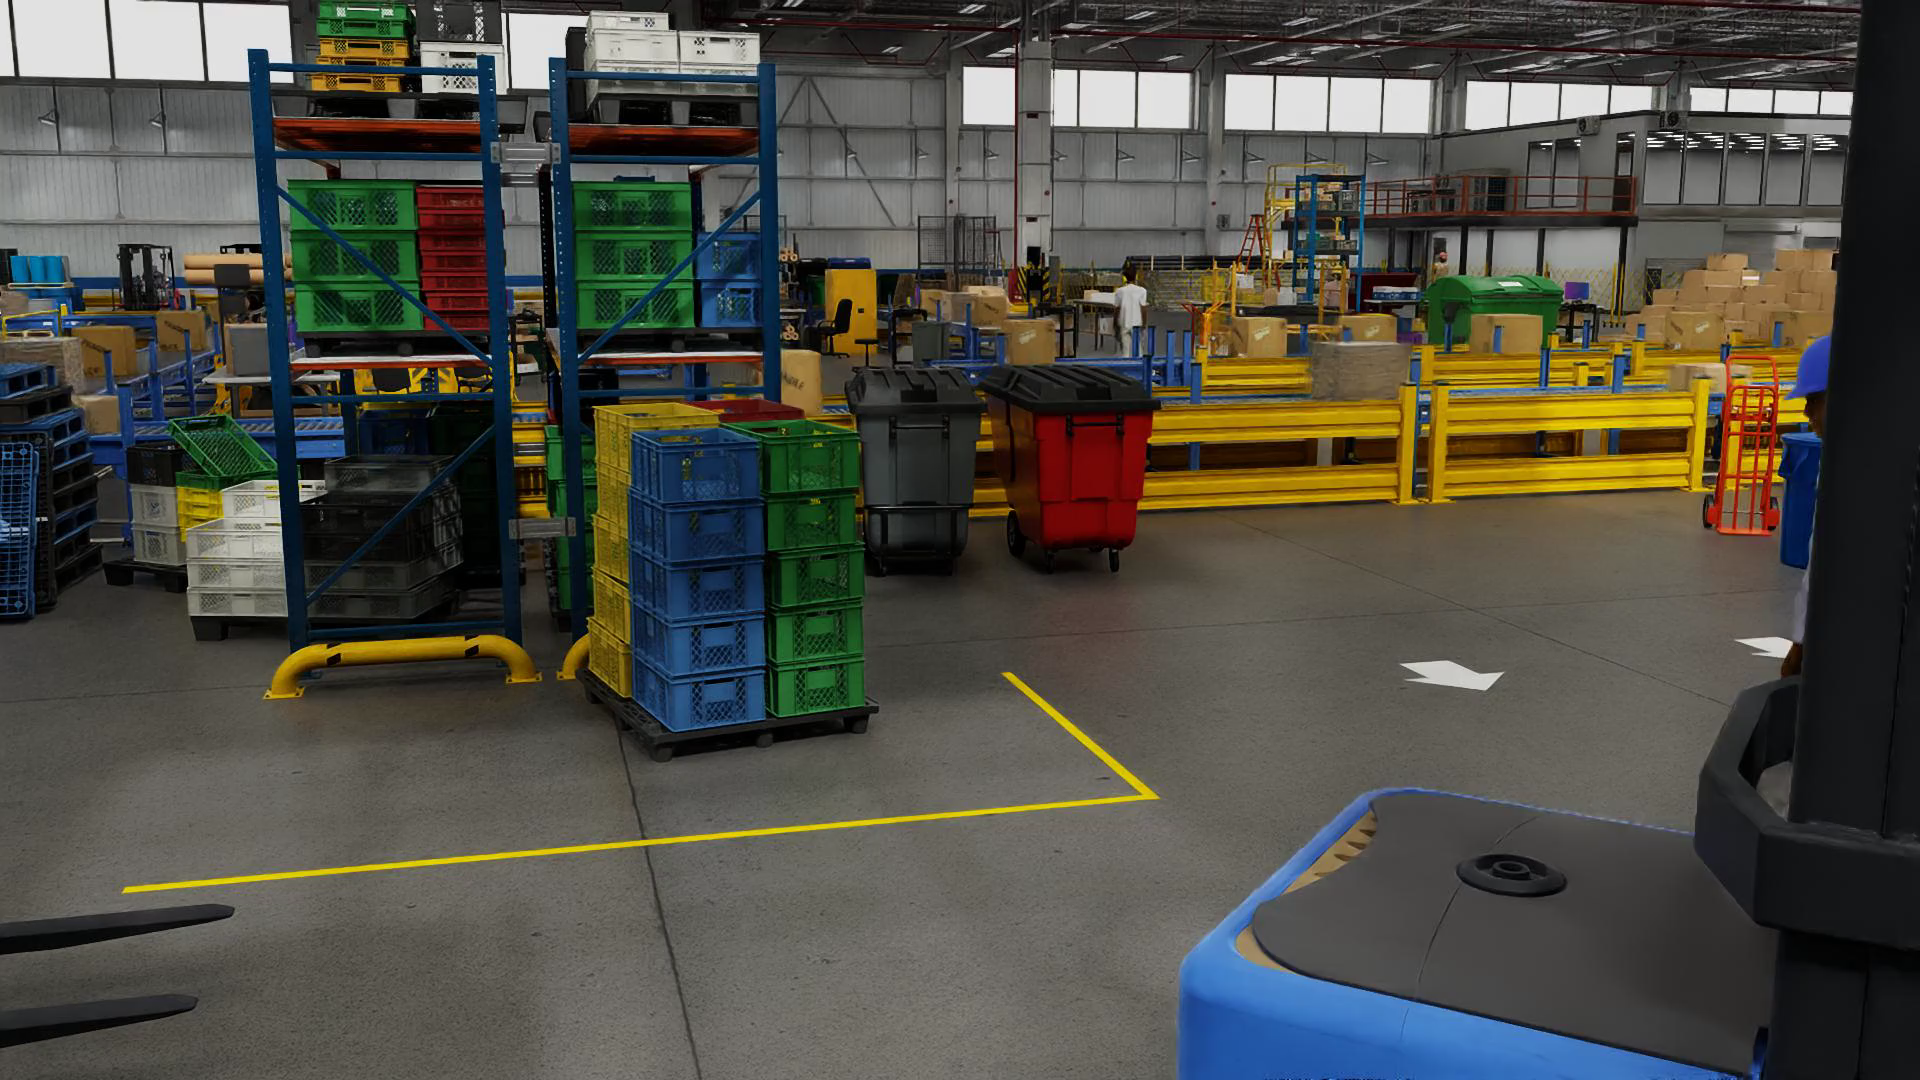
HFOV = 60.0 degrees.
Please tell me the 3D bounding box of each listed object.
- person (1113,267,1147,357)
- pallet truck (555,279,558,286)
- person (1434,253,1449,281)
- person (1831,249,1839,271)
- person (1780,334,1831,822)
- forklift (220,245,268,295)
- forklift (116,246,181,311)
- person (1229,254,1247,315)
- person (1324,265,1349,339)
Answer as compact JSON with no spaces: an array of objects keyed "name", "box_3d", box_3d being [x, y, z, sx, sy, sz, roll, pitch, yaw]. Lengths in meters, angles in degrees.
[{"name":"person","box_3d":[2.525,-3.106,24.544,0.544,1.820,0.918,2,10,13]},{"name":"pallet truck","box_3d":[-10.604,-6.375,44.520,0.653,1.274,1.630,-3,10,-15]},{"name":"person","box_3d":[15.904,-8.509,54.971,0.570,1.912,0.633,-4,11,-22]},{"name":"person","box_3d":[22.820,-6.540,43.360,0.609,2.043,0.376,-3,10,-15]},{"name":"person","box_3d":[2.751,0.321,5.019,1.057,1.858,0.620,2,10,11]},{"name":"forklift","box_3d":[-17.749,-6.334,41.440,1.157,1.987,2.680,-3,10,-17]},{"name":"forklift","box_3d":[-19.966,-6.232,40.894,1.157,1.987,2.680,-3,10,-15]},{"name":"person","box_3d":[8.313,-7.579,49.692,0.577,1.884,0.353,-3,10,-15]},{"name":"person","box_3d":[7.189,-4.364,31.809,0.527,1.772,0.305,-3,10,-15]}]
